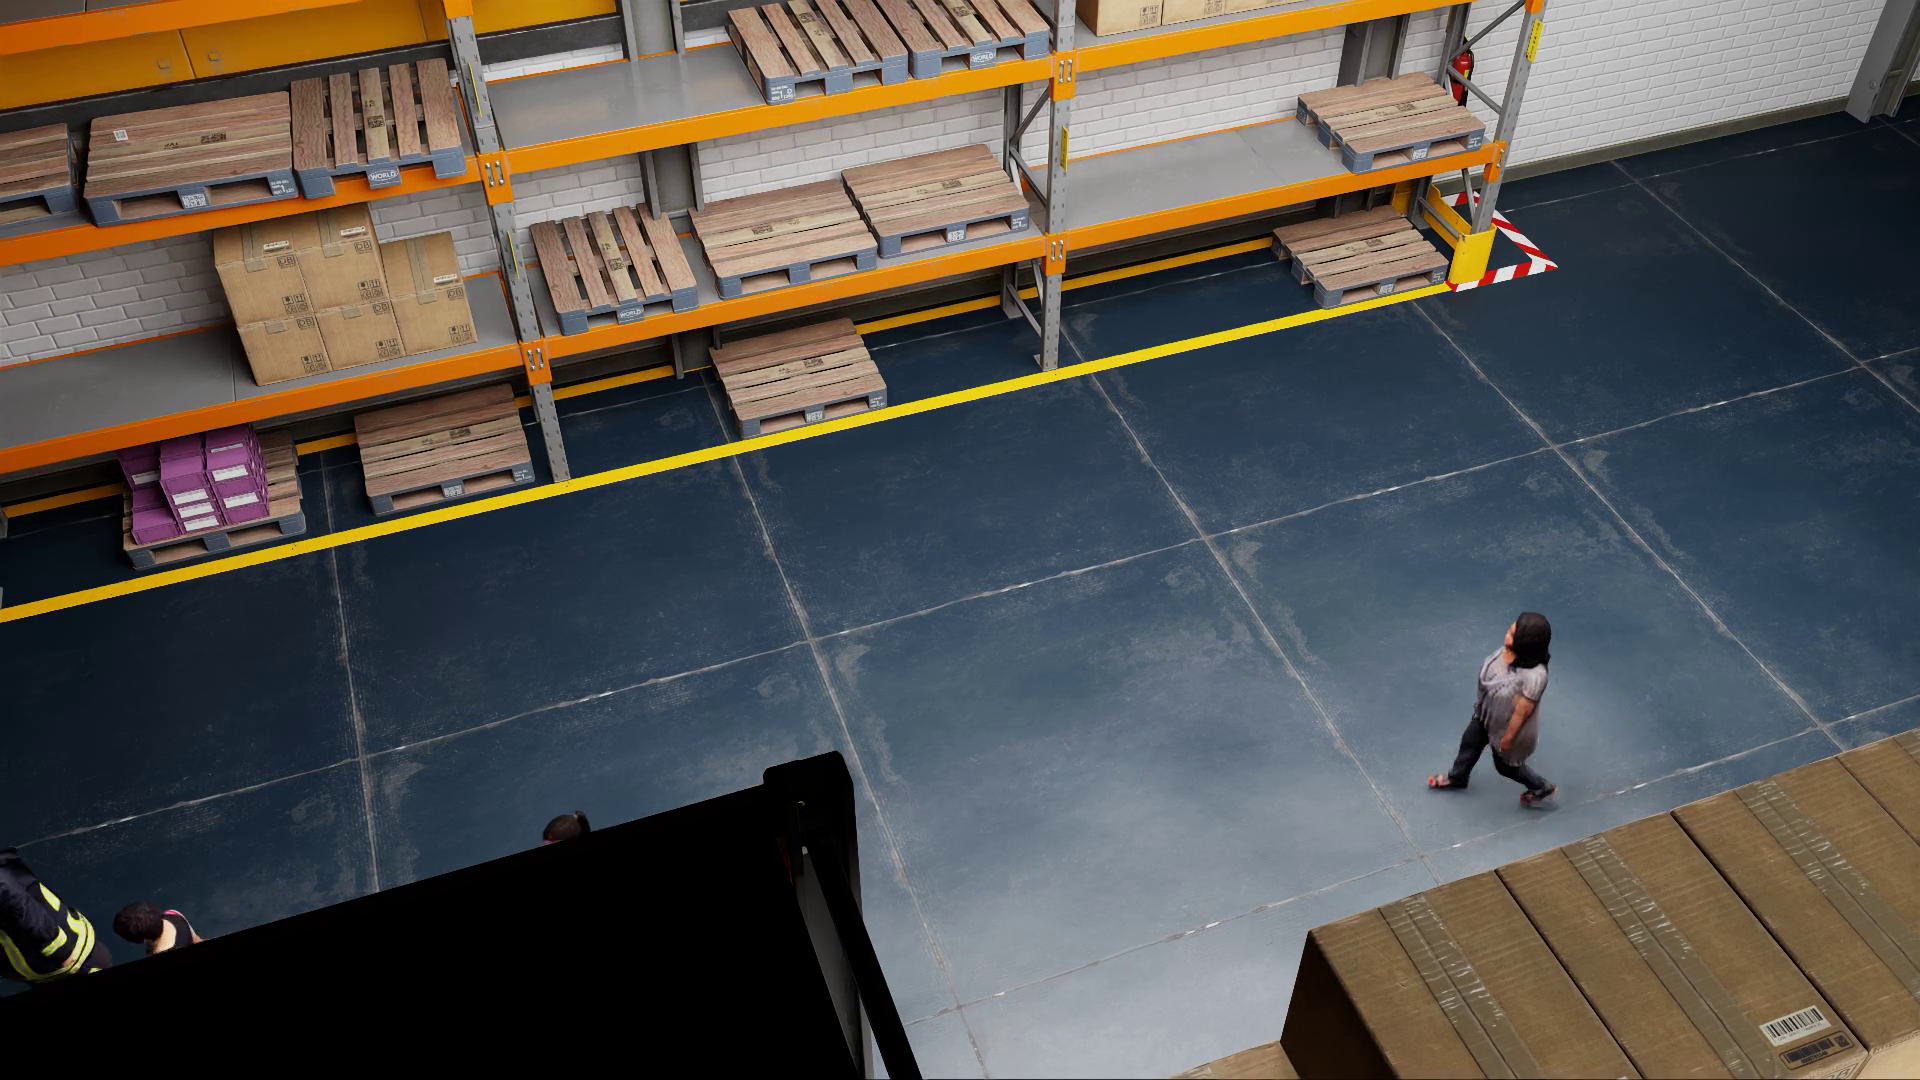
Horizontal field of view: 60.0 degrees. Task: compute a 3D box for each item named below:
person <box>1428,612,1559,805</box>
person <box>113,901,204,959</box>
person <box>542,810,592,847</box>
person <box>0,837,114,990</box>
[{"bbox_3d":[3.345,1.042,9.913,1.062,1.583,0.850,0,44,0],"label":"person"},{"bbox_3d":[-3.890,2.313,8.619,0.876,1.527,0.664,-7,44,-8],"label":"person"},{"bbox_3d":[-1.986,1.951,8.929,1.086,1.623,0.823,-33,53,-30],"label":"person"},{"bbox_3d":[-4.911,2.083,8.628,0.947,1.848,1.006,19,47,19],"label":"person"}]
